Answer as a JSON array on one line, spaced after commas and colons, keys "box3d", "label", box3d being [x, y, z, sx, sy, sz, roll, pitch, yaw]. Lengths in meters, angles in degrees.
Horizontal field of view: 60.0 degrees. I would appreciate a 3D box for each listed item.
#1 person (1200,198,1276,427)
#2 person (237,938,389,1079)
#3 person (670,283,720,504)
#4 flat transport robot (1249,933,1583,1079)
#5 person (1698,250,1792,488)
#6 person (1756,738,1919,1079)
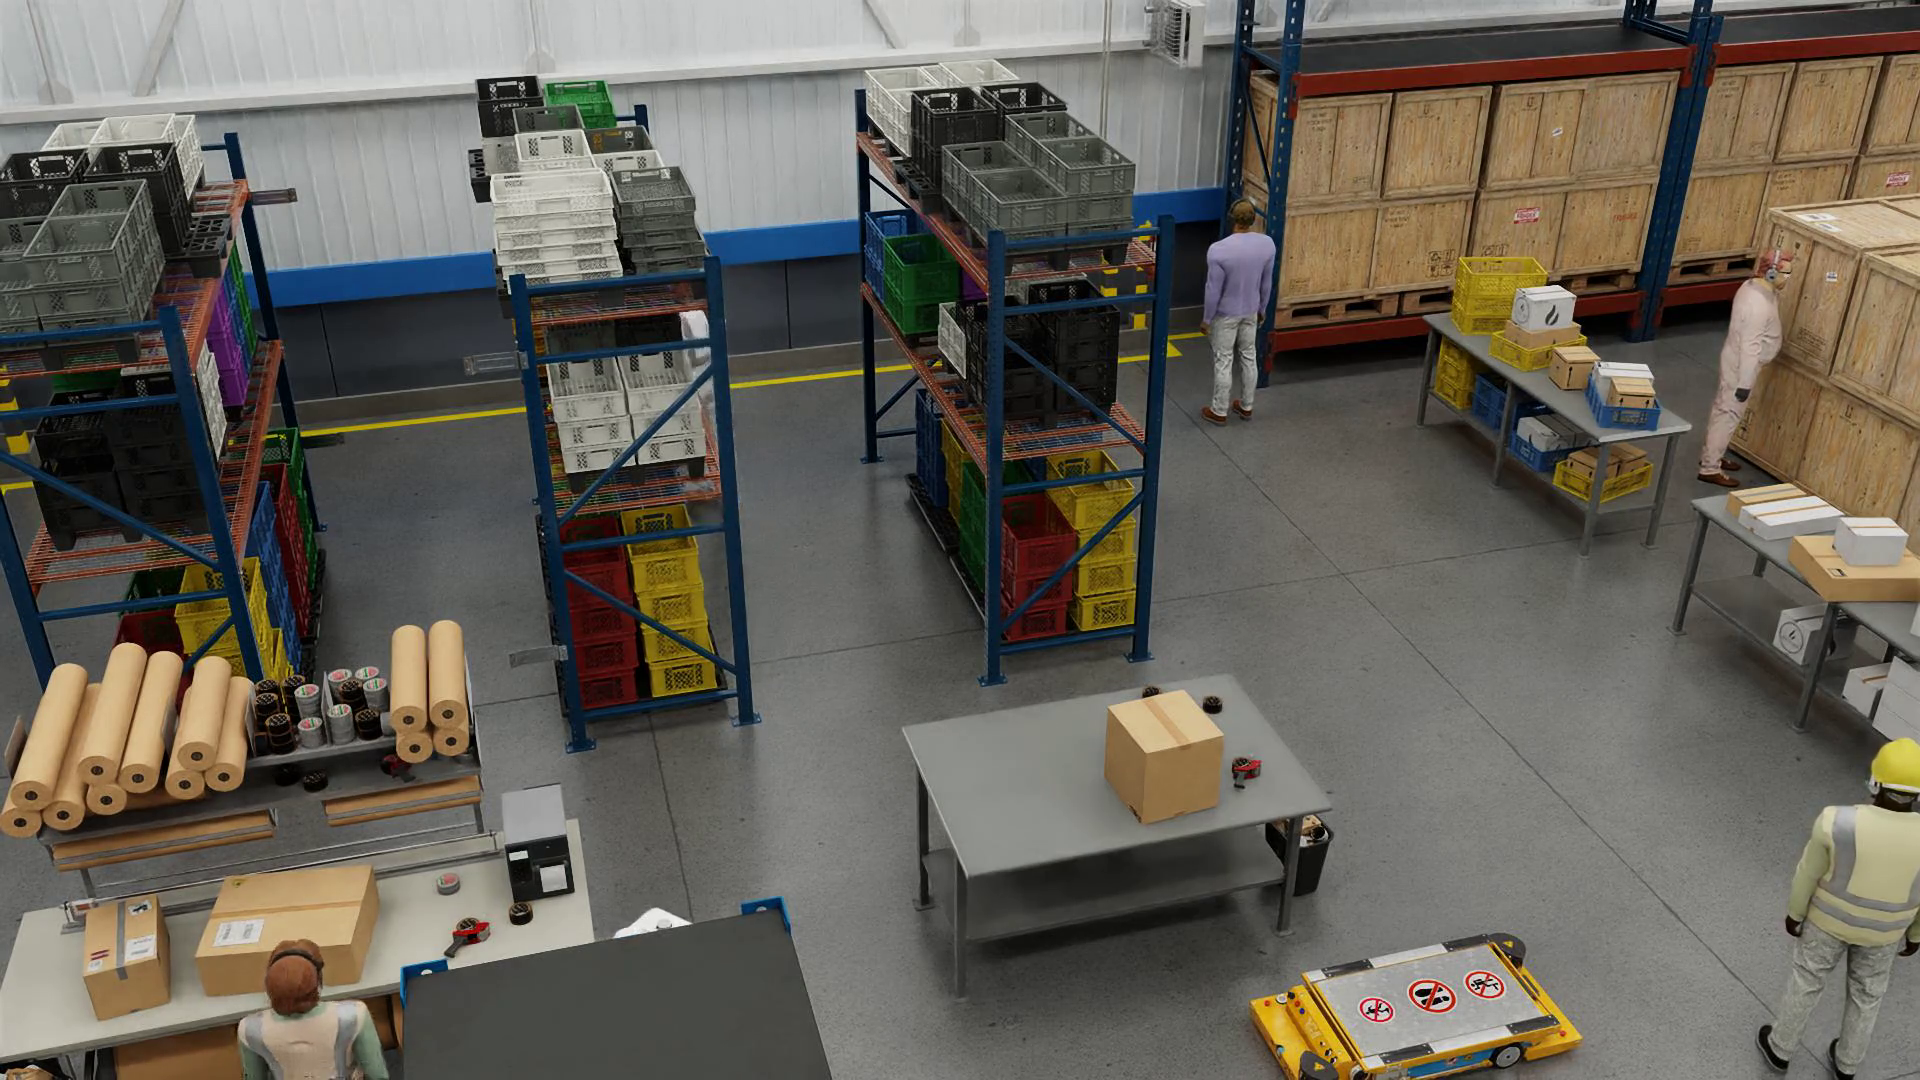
[{"box3d": [2.291, -1.890, 13.853, 0.633, 1.938, 0.356, -12, 31, -20], "label": "person"}, {"box3d": [-2.526, 2.272, 6.610, 0.528, 1.617, 0.661, -6, 29, -11], "label": "person"}, {"box3d": [-2.025, -1.155, 12.611, 0.641, 1.842, 0.606, 11, 30, 18], "label": "person"}, {"box3d": [2.184, 2.282, 7.980, 1.431, 0.197, 0.652, -8, 30, -14], "label": "flat transport robot"}, {"box3d": [6.101, -1.333, 12.890, 0.397, 1.900, 0.636, 10, 30, 17], "label": "person"}, {"box3d": [4.032, 1.681, 7.475, 0.594, 1.823, 0.403, 8, 30, 15], "label": "person"}]
